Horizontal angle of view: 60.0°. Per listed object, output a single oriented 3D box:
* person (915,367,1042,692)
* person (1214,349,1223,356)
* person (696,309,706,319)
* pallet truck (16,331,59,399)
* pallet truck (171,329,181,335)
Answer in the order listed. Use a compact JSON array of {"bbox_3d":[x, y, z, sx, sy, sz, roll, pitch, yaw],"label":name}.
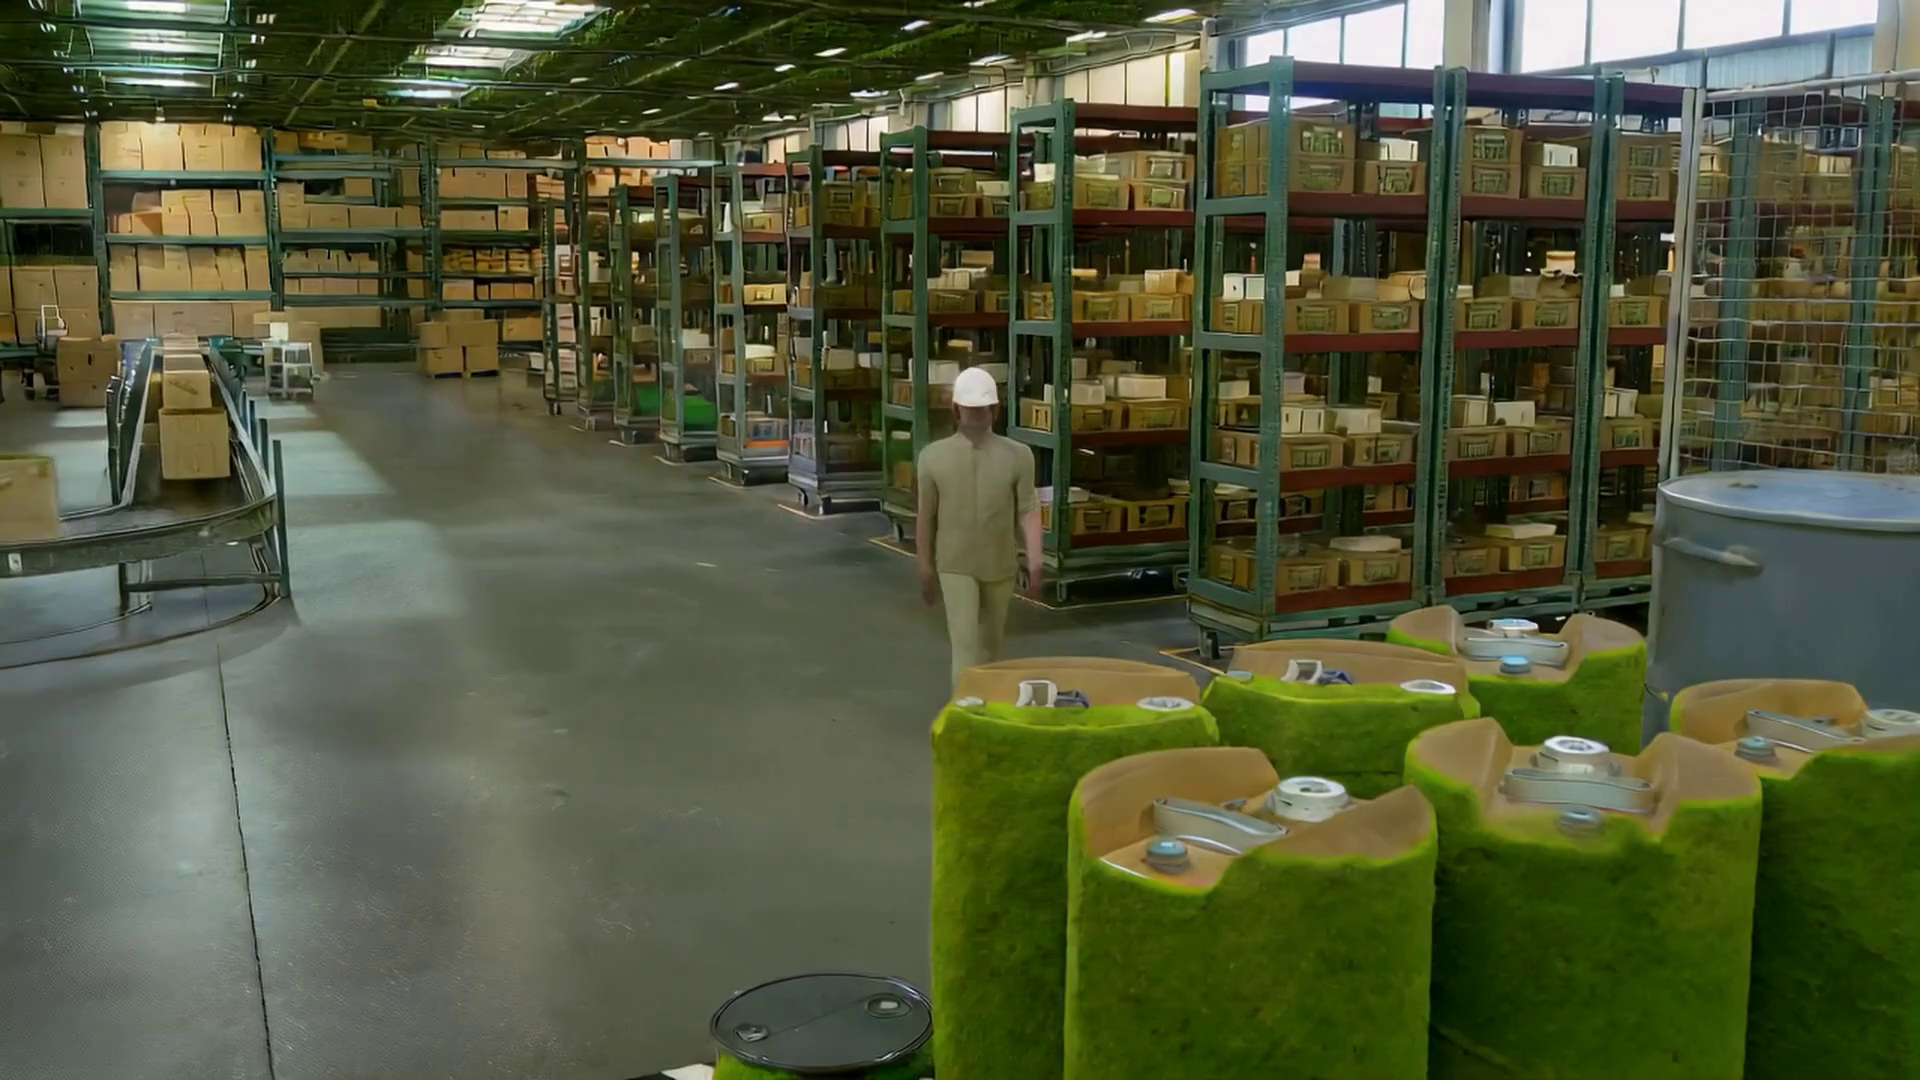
[{"bbox_3d":[0.090,0.101,8.333,0.622,1.956,0.981,-1,9,-6],"label":"person"},{"bbox_3d":[3.456,-2.235,23.235,0.587,1.821,0.404,6,11,32],"label":"person"},{"bbox_3d":[-7.340,-6.063,47.298,0.893,1.720,0.535,-5,10,-27],"label":"person"},{"bbox_3d":[-17.082,-3.353,31.781,1.630,1.274,0.653,-4,10,-25],"label":"pallet truck"},{"bbox_3d":[-17.275,-3.851,35.096,1.601,1.201,0.680,0,9,1],"label":"pallet truck"}]
